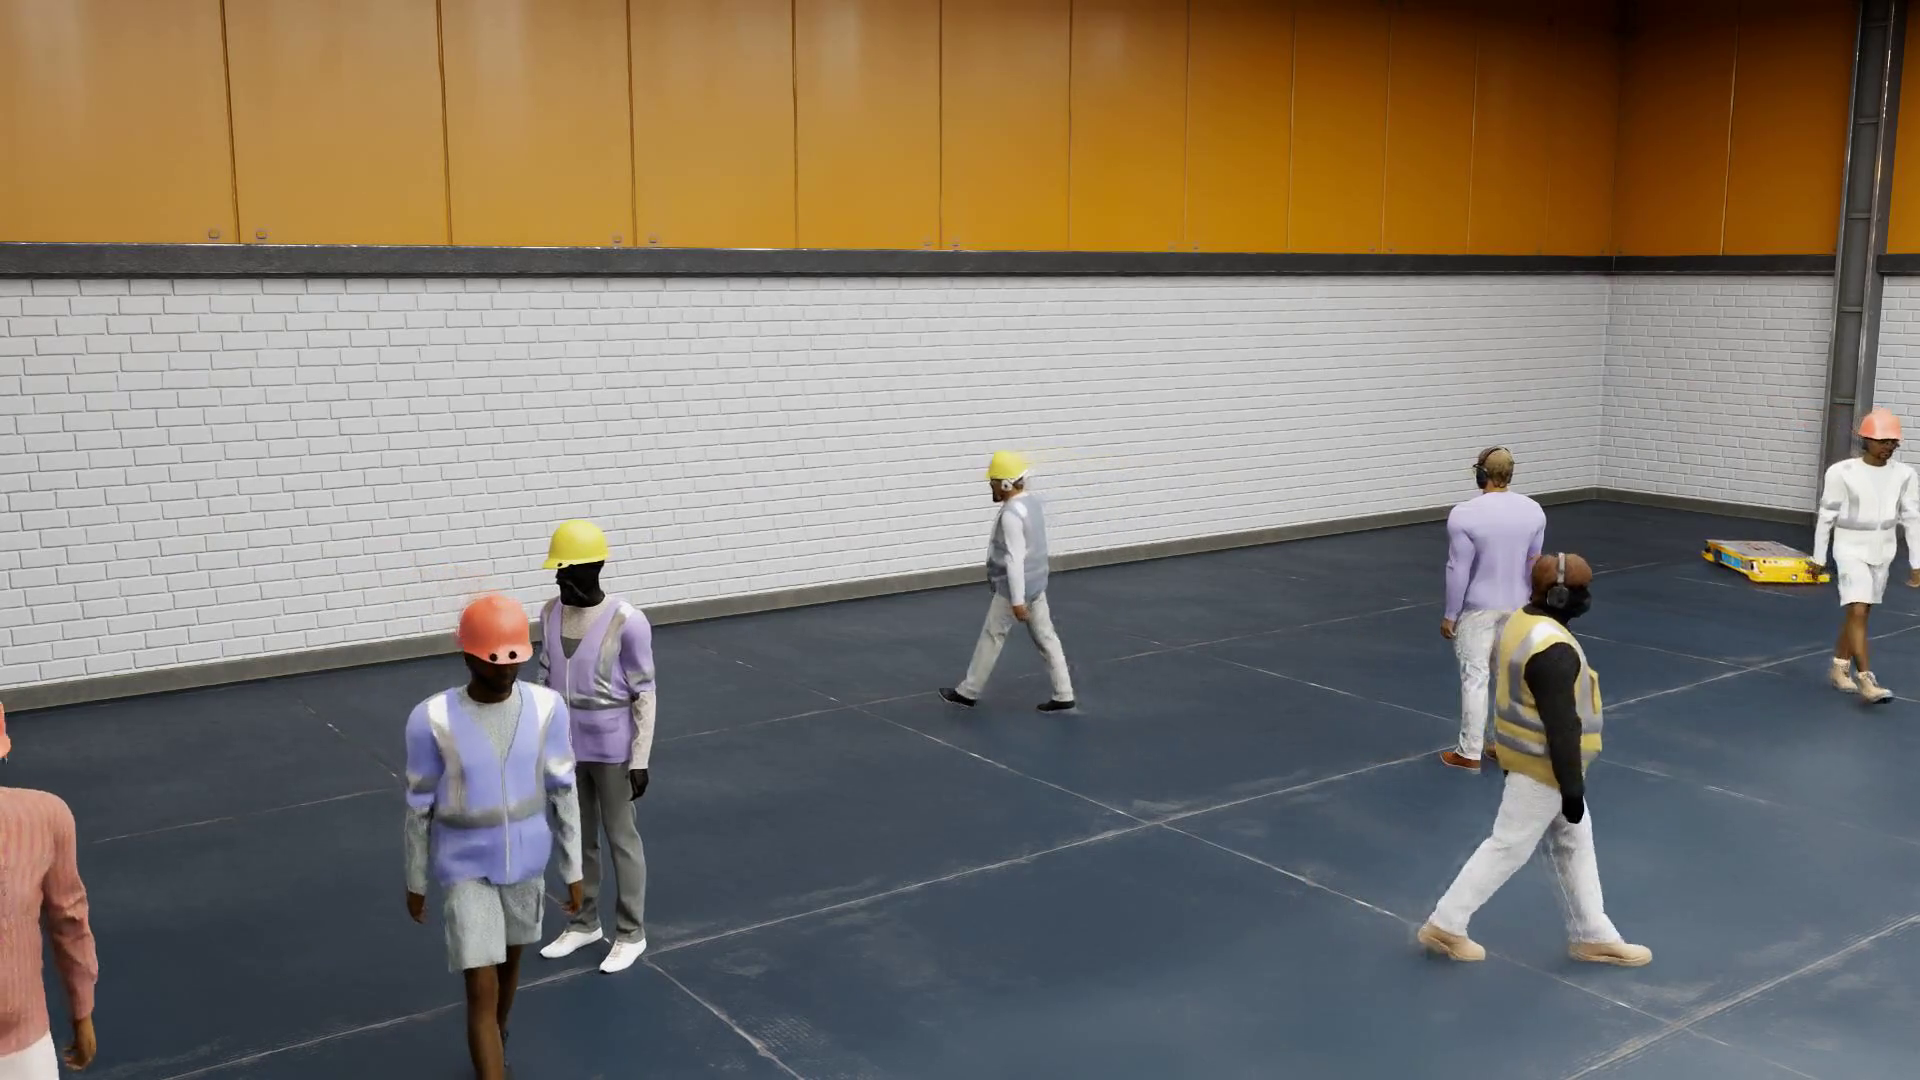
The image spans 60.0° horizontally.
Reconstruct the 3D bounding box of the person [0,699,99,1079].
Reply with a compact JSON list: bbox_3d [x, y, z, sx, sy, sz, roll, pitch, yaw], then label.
[{"bbox_3d":[-2.515,1.294,4.220,0.662,1.971,0.468,-9,13,-43],"label":"person"}]

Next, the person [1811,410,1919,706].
[{"bbox_3d":[6.230,0.130,11.292,0.640,2.000,0.983,0,9,-1],"label":"person"}]

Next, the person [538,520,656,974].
[{"bbox_3d":[-1.551,0.864,7.006,0.591,1.926,0.386,5,11,30],"label":"person"}]

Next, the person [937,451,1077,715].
[{"bbox_3d":[0.349,0.291,11.035,0.964,1.773,0.578,4,10,23],"label":"person"}]

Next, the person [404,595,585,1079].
[{"bbox_3d":[-1.554,1.110,5.637,0.552,1.882,0.973,-6,11,-33],"label":"person"}]

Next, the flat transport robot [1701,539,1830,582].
[{"bbox_3d":[7.843,0.193,16.239,0.652,0.197,1.431,1,9,4],"label":"flat transport robot"}]

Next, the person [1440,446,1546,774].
[{"bbox_3d":[3.105,0.410,9.770,0.632,1.940,0.372,-3,10,-19],"label":"person"}]

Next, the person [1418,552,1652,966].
[{"bbox_3d":[2.429,0.933,6.997,0.962,1.799,0.641,2,9,12],"label":"person"}]
